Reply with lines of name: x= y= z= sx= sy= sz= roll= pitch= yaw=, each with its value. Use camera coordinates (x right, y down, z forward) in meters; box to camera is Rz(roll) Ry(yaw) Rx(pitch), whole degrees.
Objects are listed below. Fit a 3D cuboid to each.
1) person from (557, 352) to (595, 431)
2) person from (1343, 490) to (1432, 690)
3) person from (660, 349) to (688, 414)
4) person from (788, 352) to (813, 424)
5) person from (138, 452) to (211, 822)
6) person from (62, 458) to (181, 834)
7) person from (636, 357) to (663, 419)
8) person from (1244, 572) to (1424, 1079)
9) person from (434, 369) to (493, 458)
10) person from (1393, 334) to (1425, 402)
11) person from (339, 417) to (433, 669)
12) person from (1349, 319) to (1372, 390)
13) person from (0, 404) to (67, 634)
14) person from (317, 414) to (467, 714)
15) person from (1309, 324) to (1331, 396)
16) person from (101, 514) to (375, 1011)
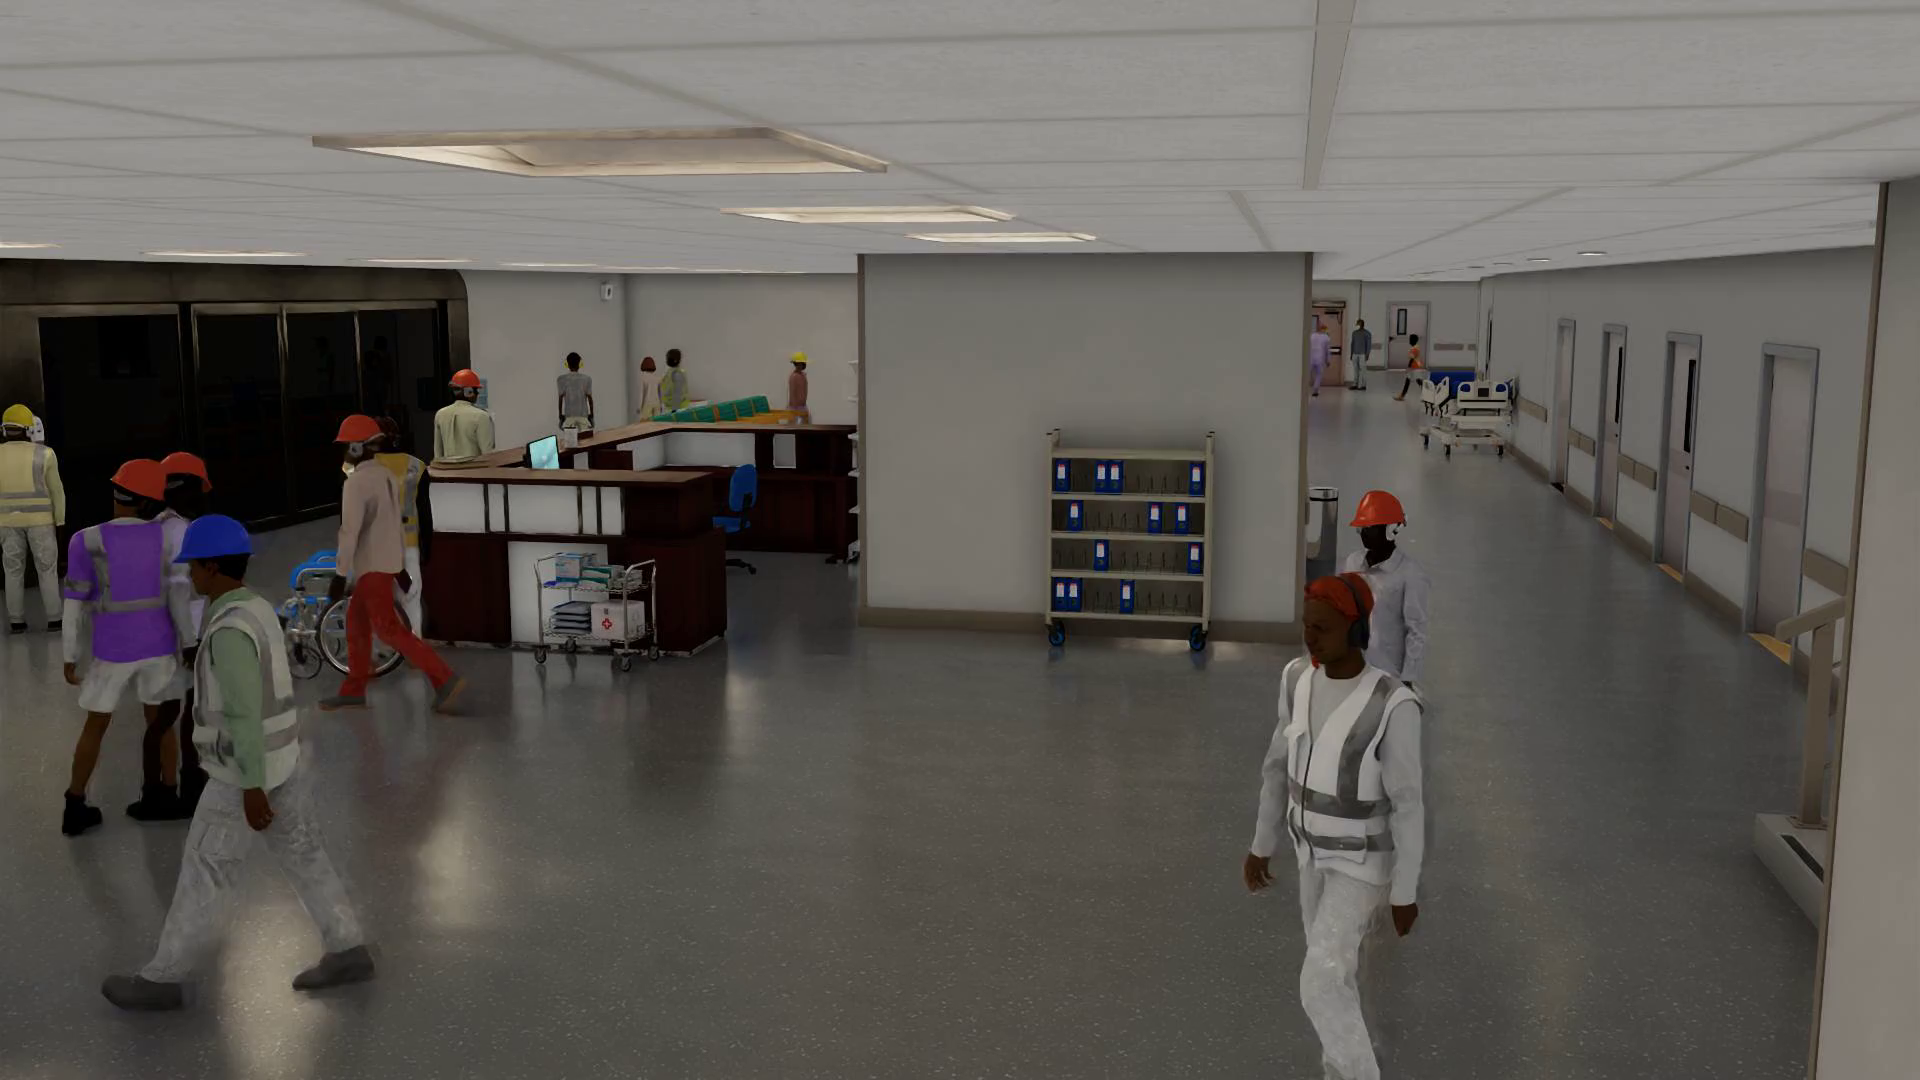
person: x=-5.406 y=-1.714 z=23.450 sx=0.508 sy=1.865 sz=0.328 roll=-2 pitch=9 yaw=-11
person: x=2.067 y=0.622 z=8.303 sx=0.326 sy=1.751 sz=0.559 roll=-5 pitch=10 yaw=-32
person: x=-4.508 y=-2.114 z=26.282 sx=0.449 sy=1.815 sz=0.667 roll=-3 pitch=9 yaw=-20
person: x=-2.485 y=-2.125 z=26.560 sx=0.685 sy=1.742 sz=0.539 roll=4 pitch=9 yaw=25
person: x=-4.109 y=0.496 z=8.681 sx=0.435 sy=1.889 sz=0.598 roll=-3 pitch=9 yaw=-19
person: x=-4.266 y=0.532 z=8.465 sx=0.653 sy=1.891 sz=0.493 roll=-7 pitch=11 yaw=-38
person: x=-5.115 y=-2.205 z=27.460 sx=0.507 sy=1.631 sz=0.266 roll=-8 pitch=12 yaw=-44
person: x=1.177 y=1.025 z=5.262 sx=0.457 sy=1.871 sz=0.595 roll=-4 pitch=9 yaw=-23
person: x=-4.652 y=-0.613 z=15.708 sx=0.623 sy=1.990 sz=0.391 roll=3 pitch=9 yaw=20
person: x=11.095 y=-4.196 z=40.606 sx=0.868 sy=1.653 sz=0.537 roll=2 pitch=9 yaw=13
person: x=-4.107 y=0.035 z=11.948 sx=0.626 sy=1.837 sz=0.429 roll=-3 pitch=9 yaw=-19
person: x=10.886 y=-5.042 z=45.275 sx=0.359 sy=1.938 sz=0.635 roll=-7 pitch=11 yaw=-38
person: x=-7.437 y=-0.165 z=13.255 sx=0.588 sy=1.835 sz=0.403 roll=-2 pitch=9 yaw=-14
person: x=-3.677 y=0.164 z=10.691 sx=0.967 sy=1.959 sz=0.608 roll=0 pitch=9 yaw=-1
person: x=9.173 y=-4.631 z=42.807 sx=0.745 sy=1.862 sz=0.419 roll=3 pitch=9 yaw=19
person: x=-2.765 y=0.846 z=6.378 sx=0.978 sy=1.890 sz=0.615 roll=-2 pitch=9 yaw=-12
